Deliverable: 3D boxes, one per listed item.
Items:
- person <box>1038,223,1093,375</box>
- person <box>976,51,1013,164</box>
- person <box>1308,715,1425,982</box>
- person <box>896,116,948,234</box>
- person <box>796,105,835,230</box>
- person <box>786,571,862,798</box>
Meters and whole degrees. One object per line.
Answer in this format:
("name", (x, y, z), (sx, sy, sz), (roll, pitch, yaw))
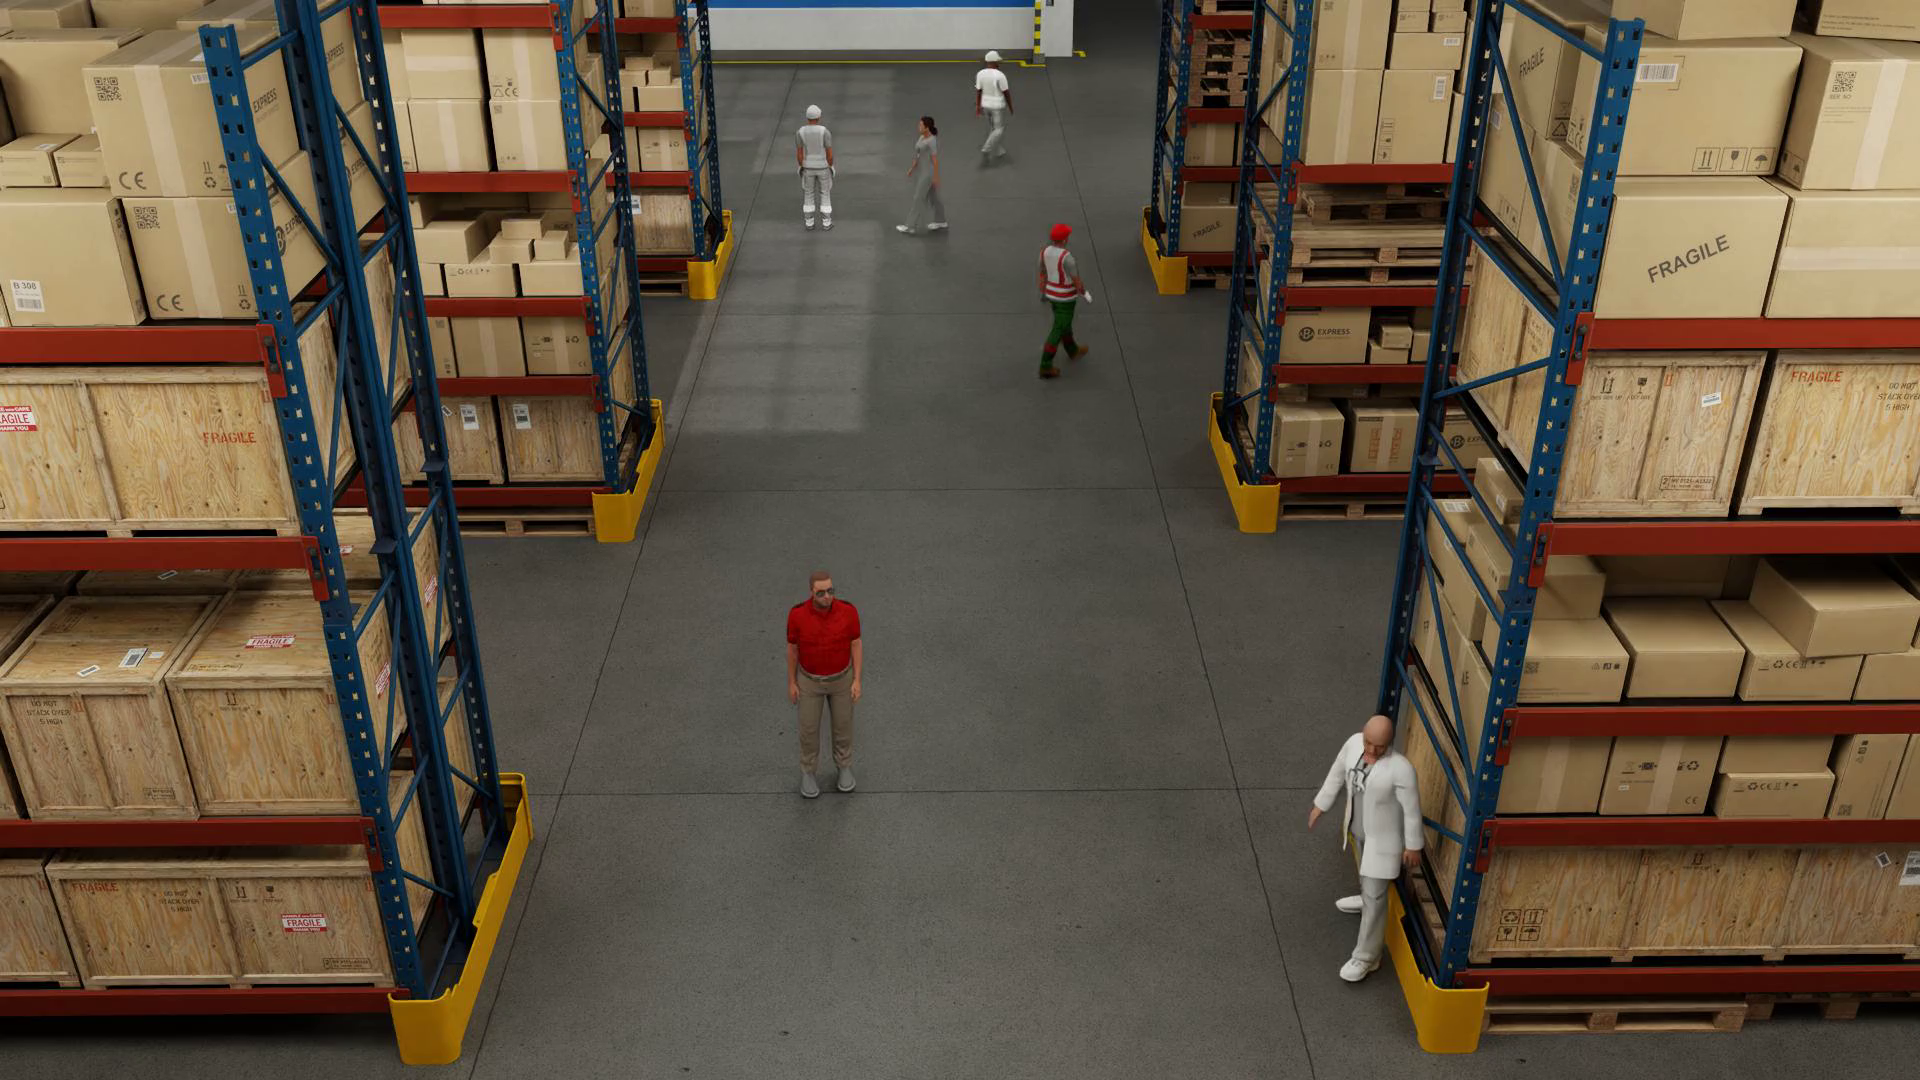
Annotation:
("person", (1.240, -2.816, 19.128), (0.939, 1.752, 0.535), (-19, 34, -32))
("person", (0.547, -7.045, 27.031), (0.611, 1.747, 0.906), (19, 33, 31))
("person", (2.588, 1.828, 10.485), (0.777, 1.746, 0.759), (-14, 31, -24))
("person", (-0.559, -5.197, 23.644), (0.825, 1.648, 0.467), (-8, 29, -14))
("person", (-2.049, -5.337, 23.809), (0.537, 1.792, 0.398), (2, 28, 3))
("person", (-0.964, 1.032, 11.976), (0.549, 1.733, 0.408), (-4, 29, -8))
